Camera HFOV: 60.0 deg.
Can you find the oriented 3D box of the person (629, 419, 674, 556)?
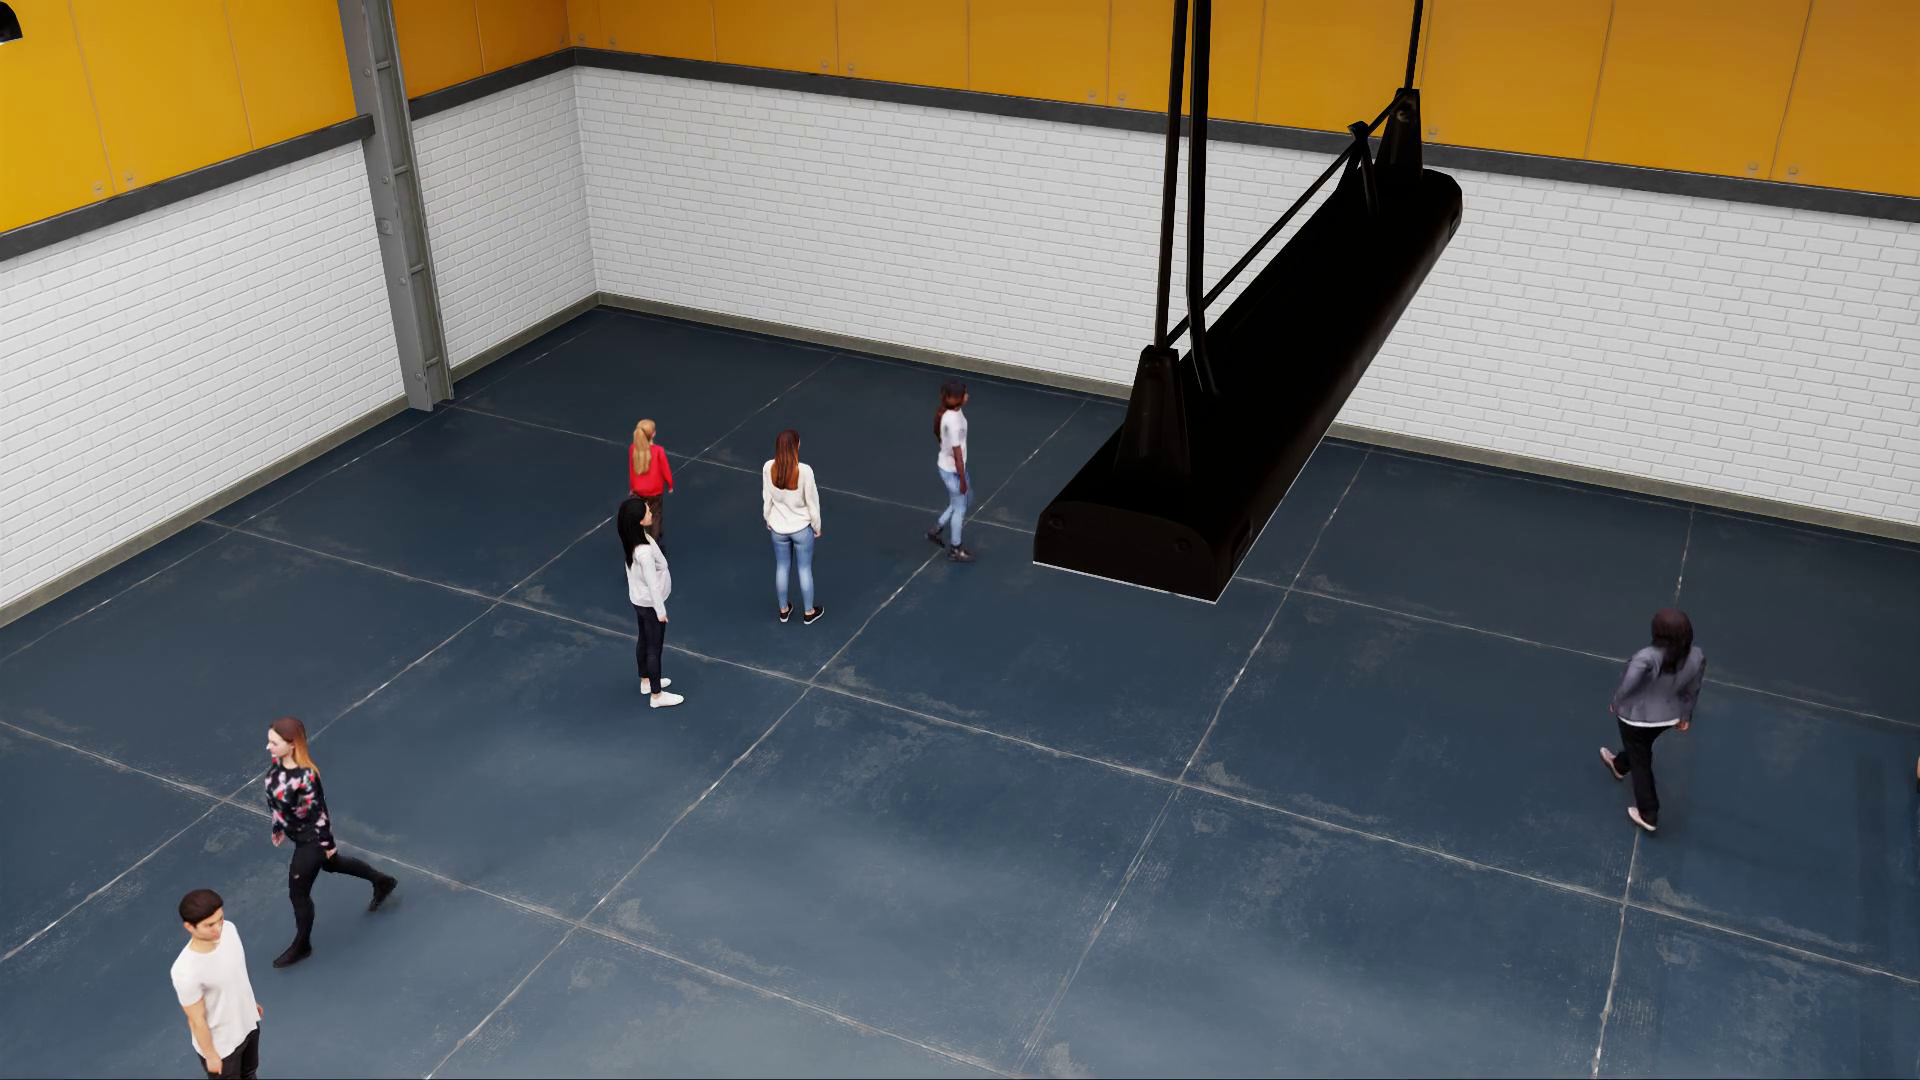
[{"bbox_3d":[-2.698,-0.417,14.338,0.575,1.269,0.699,7,29,13],"label":"person"}]

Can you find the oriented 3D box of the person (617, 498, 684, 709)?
[{"bbox_3d":[-2.316,0.446,12.306,0.748,1.701,0.713,-15,32,-25],"label":"person"}]

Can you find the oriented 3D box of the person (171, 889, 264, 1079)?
[{"bbox_3d":[-3.781,2.488,8.545,0.747,1.718,0.583,3,29,6],"label":"person"}]

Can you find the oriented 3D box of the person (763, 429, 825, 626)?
[{"bbox_3d":[-1.343,-0.110,13.335,0.656,1.692,0.593,8,30,14],"label":"person"}]

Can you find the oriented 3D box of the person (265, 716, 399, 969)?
[{"bbox_3d":[-3.839,1.733,10.001,1.158,1.650,0.870,-22,36,-35],"label":"person"}]

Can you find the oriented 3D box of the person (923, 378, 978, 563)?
[{"bbox_3d":[-0.117,-0.588,14.186,0.820,1.715,0.767,-2,29,-4],"label":"person"}]

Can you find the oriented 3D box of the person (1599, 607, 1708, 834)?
[{"bbox_3d":[4.619,1.211,11.057,1.062,1.553,1.135,-8,30,-14],"label":"person"}]
